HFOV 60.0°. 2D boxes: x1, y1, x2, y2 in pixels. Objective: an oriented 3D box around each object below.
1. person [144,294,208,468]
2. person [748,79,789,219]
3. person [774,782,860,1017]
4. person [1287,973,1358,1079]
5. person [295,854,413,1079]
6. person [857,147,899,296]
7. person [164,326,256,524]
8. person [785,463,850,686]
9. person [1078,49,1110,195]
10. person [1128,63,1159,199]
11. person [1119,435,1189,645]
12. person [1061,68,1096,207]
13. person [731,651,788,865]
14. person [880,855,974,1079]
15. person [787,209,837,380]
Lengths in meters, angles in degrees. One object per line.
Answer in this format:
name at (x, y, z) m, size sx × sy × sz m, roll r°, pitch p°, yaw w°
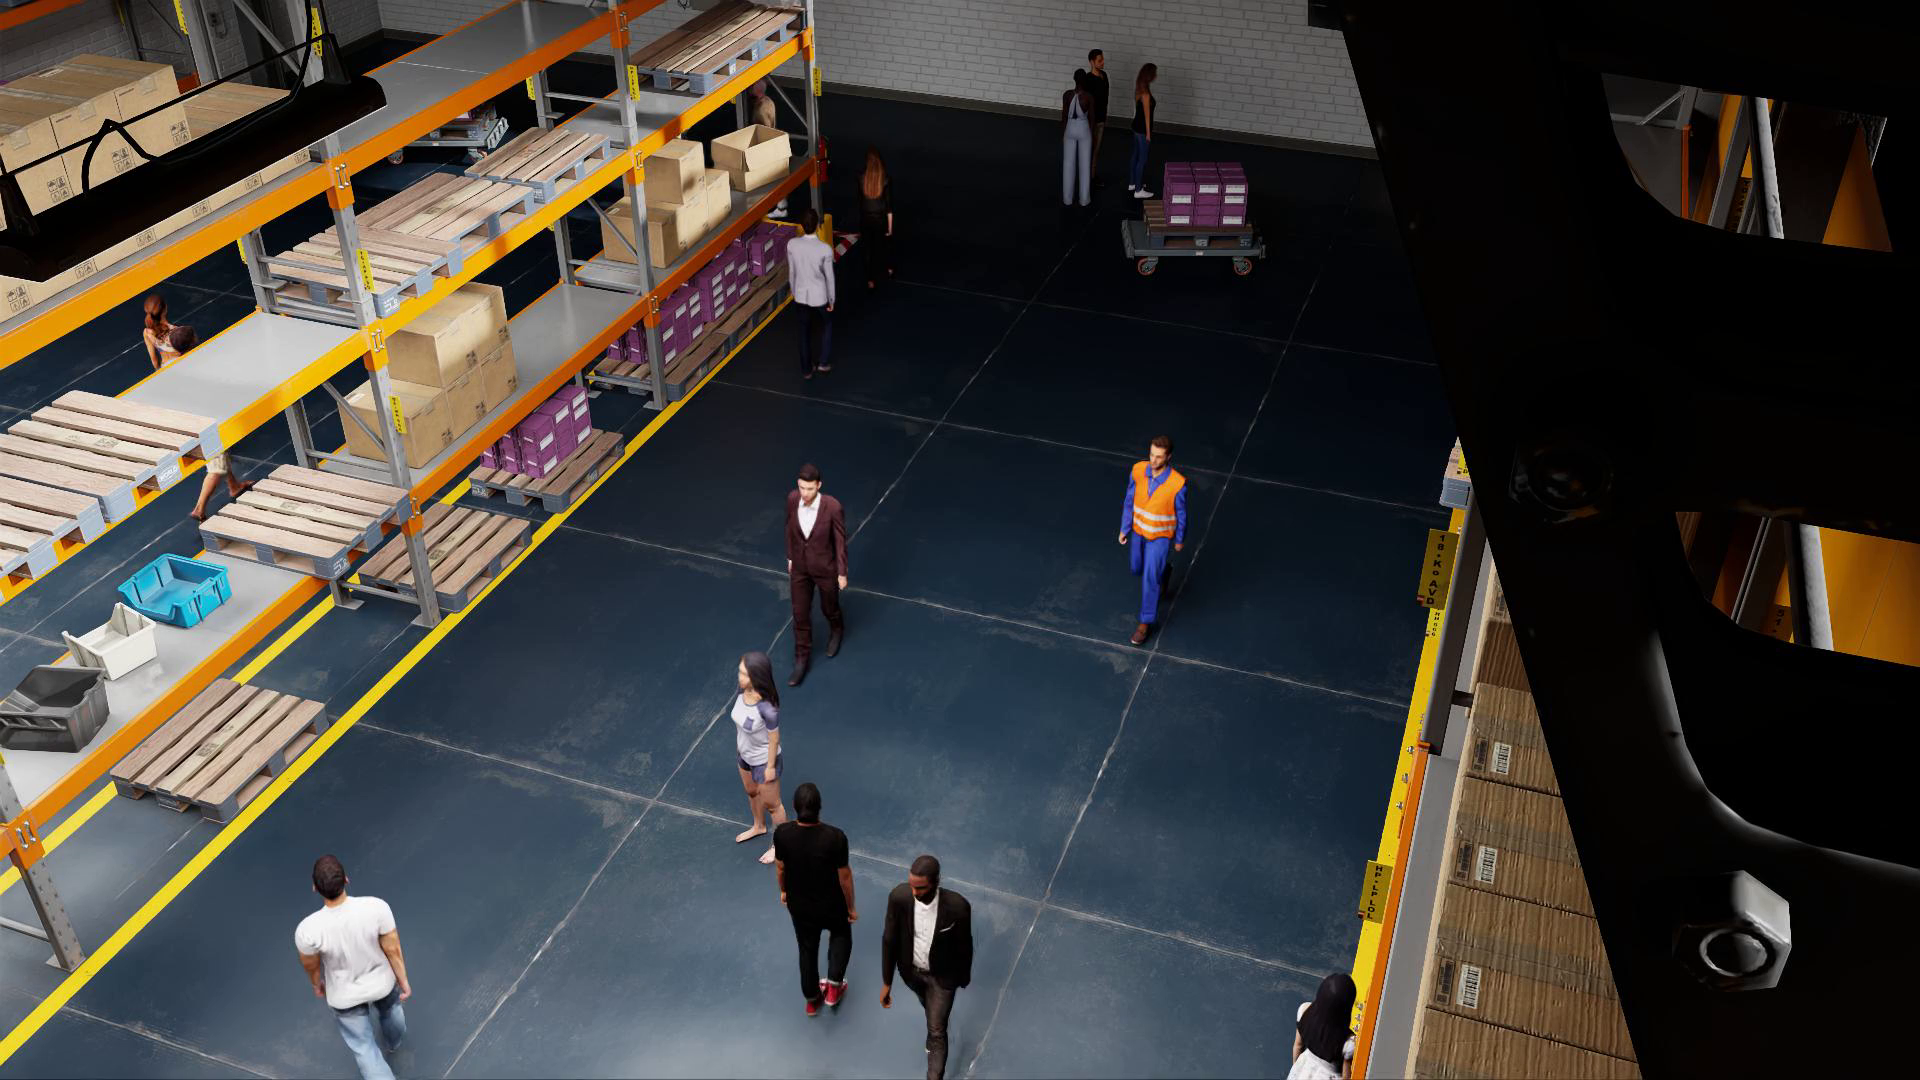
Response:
person at (-7.399, -1.500, 15.761) m, size 0.636 × 1.792 × 0.655 m, roll 2°, pitch 34°, yaw 3°
person at (-2.355, -4.872, 20.823) m, size 0.955 × 1.803 × 0.950 m, roll 1°, pitch 34°, yaw 1°
person at (-0.885, 2.257, 10.146) m, size 0.706 × 1.750 × 0.646 m, roll 6°, pitch 34°, yaw 9°
person at (1.943, 3.008, 8.999) m, size 0.803 × 1.769 × 0.777 m, roll -24°, pitch 41°, yaw -32°
person at (-3.421, 2.607, 9.542) m, size 1.064 × 1.835 × 1.105 m, roll -16°, pitch 37°, yaw -23°
person at (-1.013, -3.611, 19.039) m, size 0.674 × 1.677 × 0.973 m, roll 7°, pitch 34°, yaw 11°
person at (-6.861, -1.009, 14.980) m, size 0.629 × 1.837 × 1.154 m, roll 11°, pitch 35°, yaw 17°
person at (-1.114, 0.176, 13.197) m, size 0.727 × 1.838 × 1.012 m, roll 9°, pitch 35°, yaw 14°
person at (1.742, -5.489, 21.702) m, size 0.746 × 1.859 × 0.545 m, roll 20°, pitch 39°, yaw 28°
person at (2.366, -5.331, 21.588) m, size 0.726 × 1.721 × 0.611 m, roll -6°, pitch 34°, yaw -9°
person at (1.606, -0.084, 13.584) m, size 0.834 × 1.843 × 1.134 m, roll 19°, pitch 38°, yaw 26°
person at (1.501, -5.138, 21.242) m, size 0.599 × 1.783 × 0.526 m, roll 7°, pitch 34°, yaw 10°
person at (-1.374, 1.462, 11.381) m, size 0.689 × 1.708 × 0.678 m, roll -25°, pitch 41°, yaw -33°
person at (-0.169, 2.467, 9.826) m, size 0.655 × 1.755 × 1.126 m, roll 9°, pitch 35°, yaw 14°
person at (-1.560, -2.494, 17.216) m, size 0.721 × 1.837 × 0.666 m, roll 6°, pitch 34°, yaw 8°
